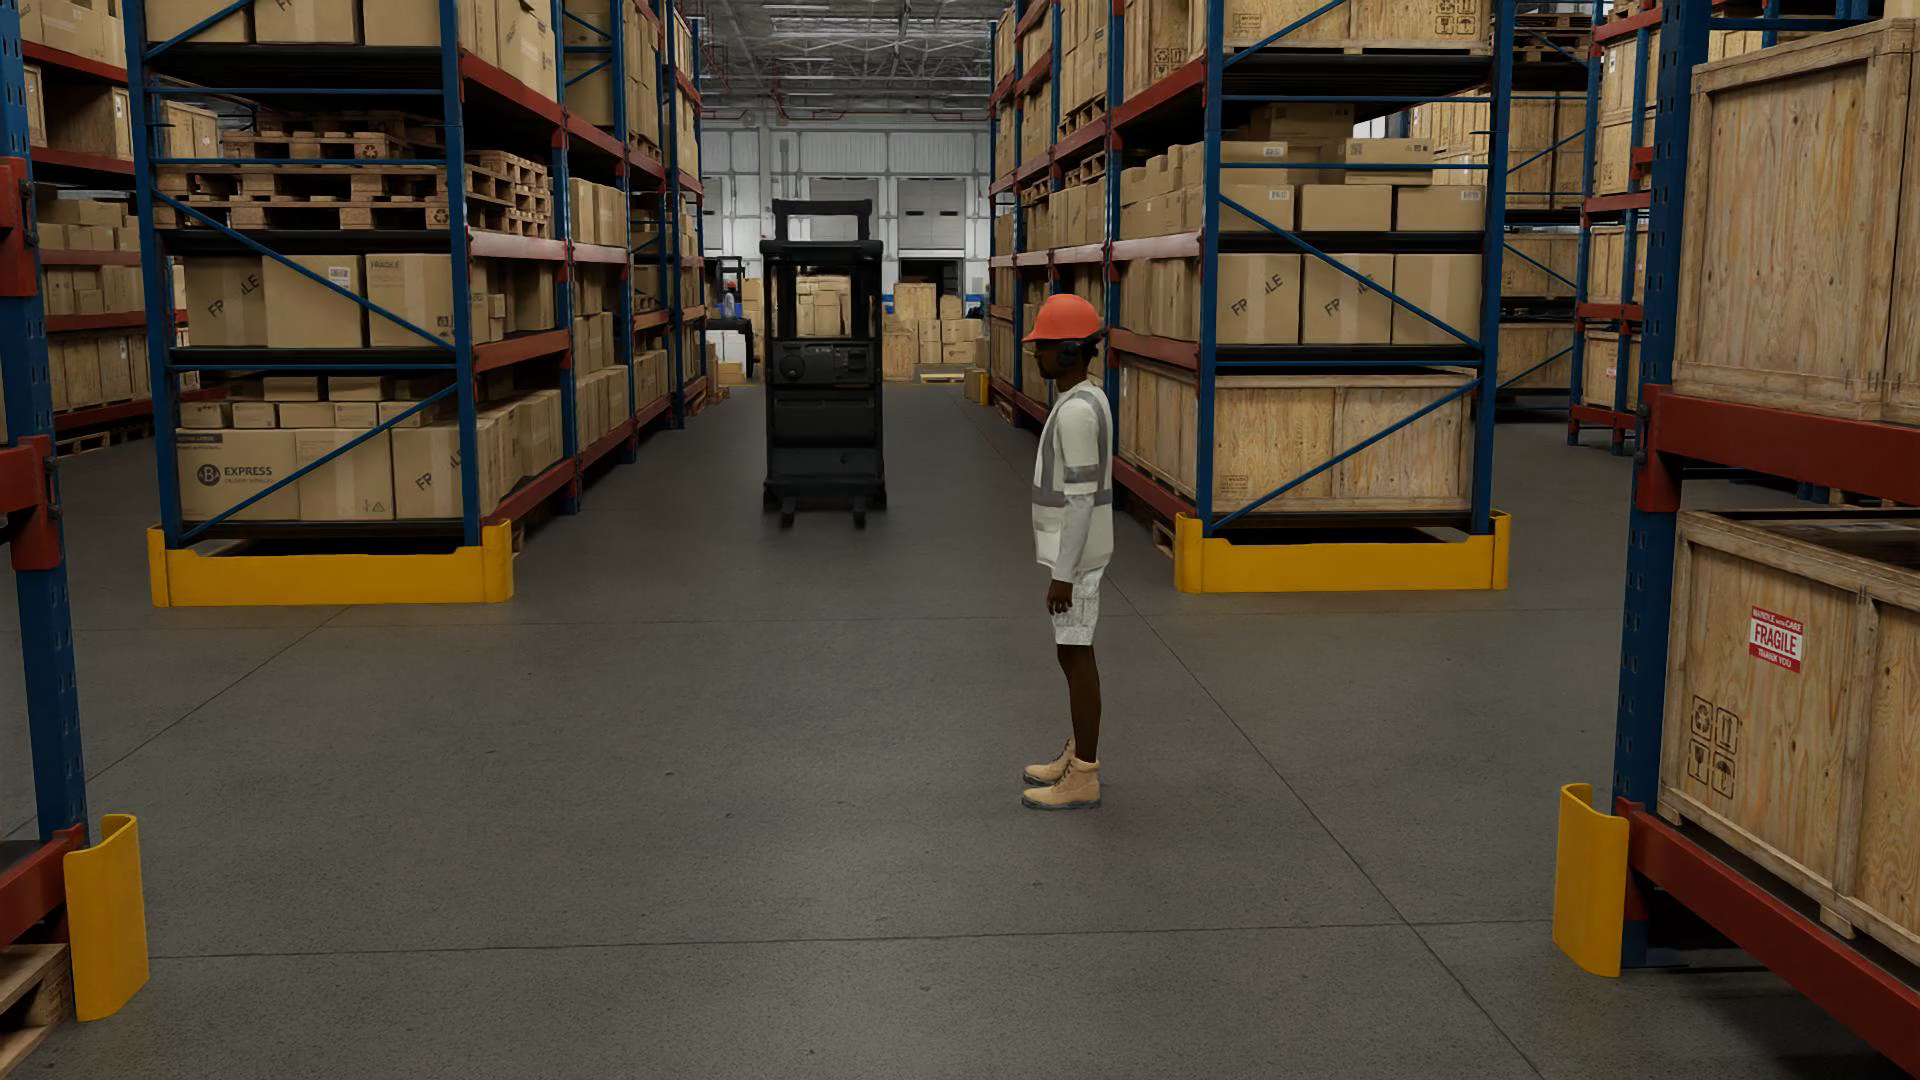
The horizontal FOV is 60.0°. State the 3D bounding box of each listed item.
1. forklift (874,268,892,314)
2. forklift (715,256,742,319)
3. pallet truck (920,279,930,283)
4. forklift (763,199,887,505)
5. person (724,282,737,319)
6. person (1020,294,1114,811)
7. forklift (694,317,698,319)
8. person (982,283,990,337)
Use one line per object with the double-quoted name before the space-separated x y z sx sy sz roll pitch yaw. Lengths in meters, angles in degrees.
"forklift" -3.158 -8.349 56.753 1.129 2.768 1.873 -5 10 -30
"forklift" -8.573 -9.185 62.001 1.129 2.768 1.873 -1 9 -4
"pallet truck" -0.932 -8.922 63.114 1.885 1.965 0.823 2 9 13
"forklift" -1.289 -1.826 15.794 1.129 2.768 1.873 -1 9 -4
"person" -6.823 -6.826 50.211 0.782 1.907 0.586 -2 9 -14
"person" 0.422 0.053 6.622 0.377 2.044 0.608 1 9 5
"forklift" -5.880 -5.096 36.328 1.873 2.768 1.129 -1 9 -5
"person" 0.822 -6.429 47.782 0.654 1.886 1.020 -7 11 -36
